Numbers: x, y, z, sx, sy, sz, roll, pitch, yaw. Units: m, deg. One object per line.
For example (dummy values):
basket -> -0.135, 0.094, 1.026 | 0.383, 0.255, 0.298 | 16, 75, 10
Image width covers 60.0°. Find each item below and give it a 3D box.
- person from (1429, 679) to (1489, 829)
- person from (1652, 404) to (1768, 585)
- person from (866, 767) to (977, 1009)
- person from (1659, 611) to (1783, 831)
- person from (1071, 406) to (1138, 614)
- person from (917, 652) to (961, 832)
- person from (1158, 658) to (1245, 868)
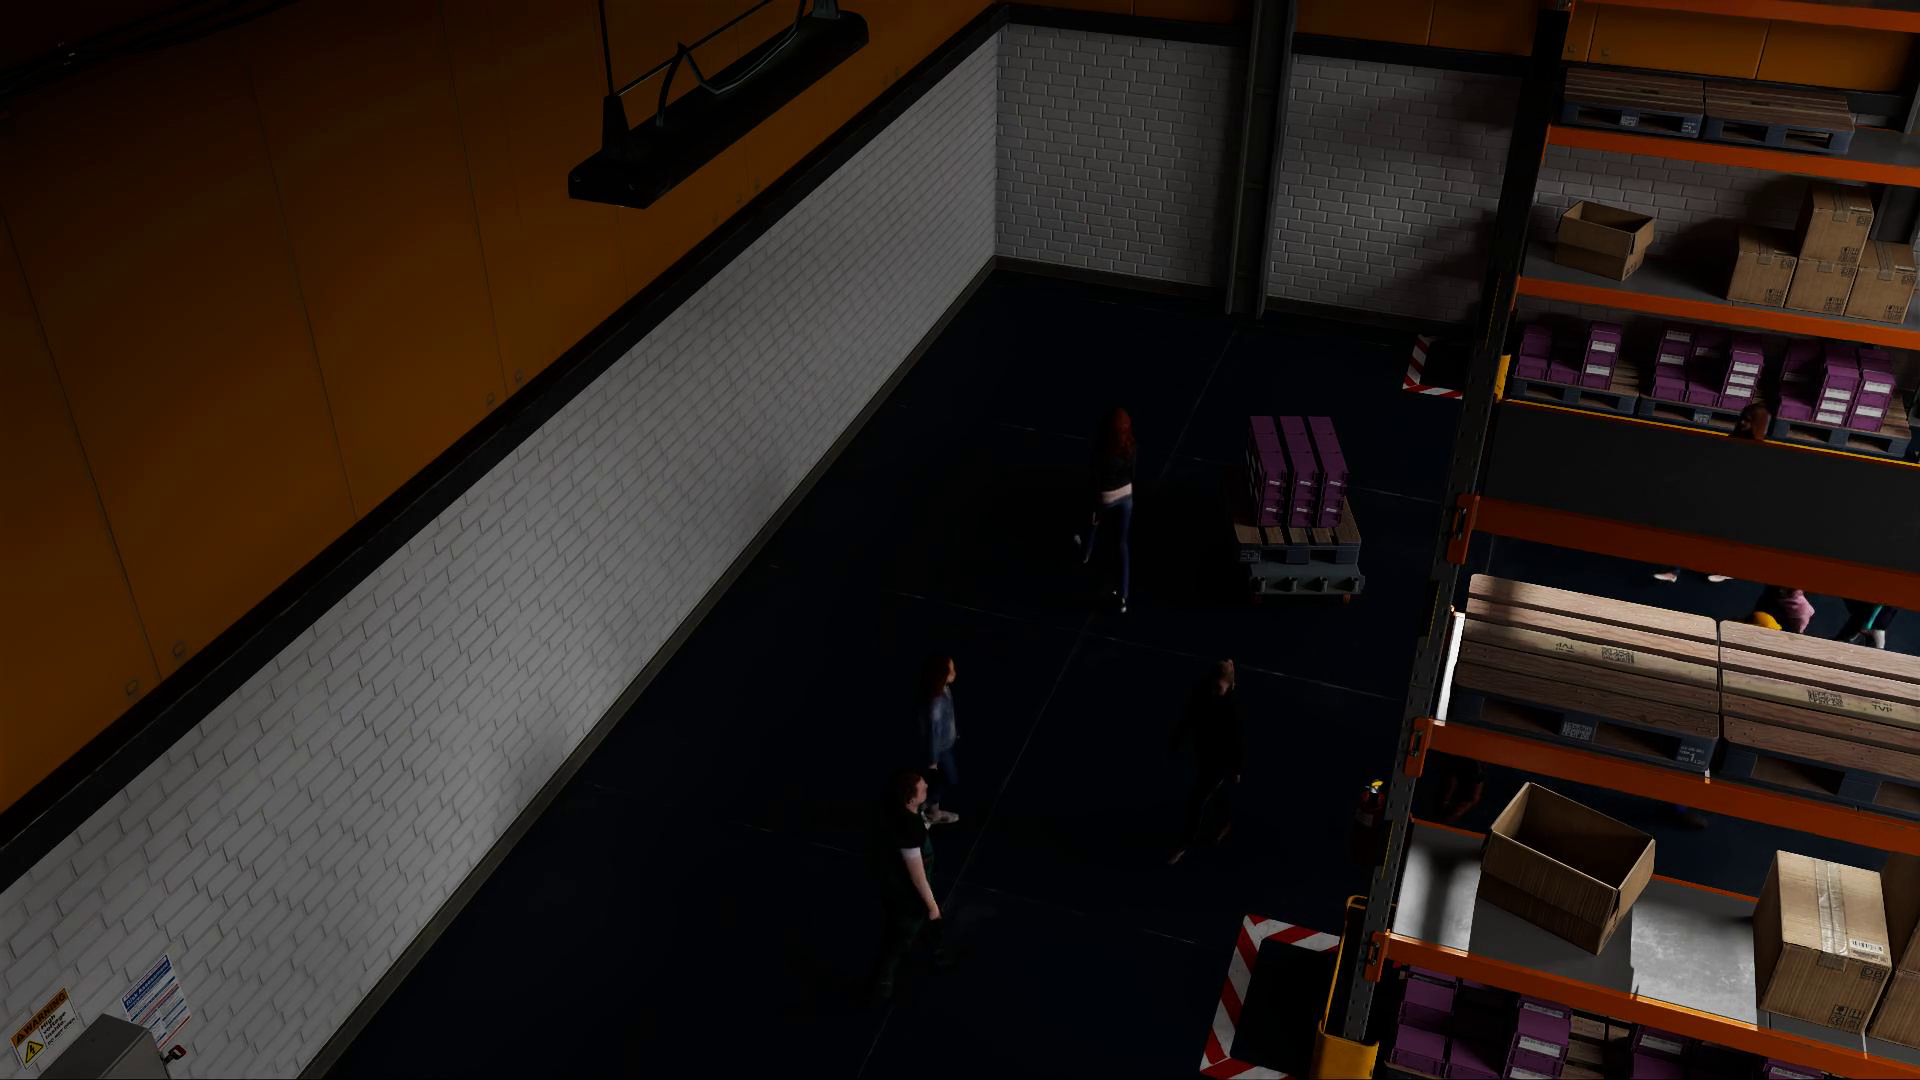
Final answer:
person -> 3.197, 1.423, 10.877 | 0.907, 1.728, 0.855 | -16, 37, -22
person -> 6.364, -0.352, 13.577 | 1.104, 1.697, 1.025 | -13, 36, -18
person -> -0.411, 2.077, 9.814 | 1.100, 1.817, 1.001 | -10, 35, -15
person -> 5.016, 1.204, 11.145 | 0.646, 1.797, 0.655 | 11, 35, 17
person -> 1.257, -0.215, 13.339 | 1.180, 1.732, 1.125 | -9, 35, -13
person -> -0.226, 1.364, 11.203 | 0.736, 1.466, 0.680 | -1, 34, -2
person -> 1.736, 1.423, 10.927 | 0.991, 1.673, 0.926 | -12, 35, -17
